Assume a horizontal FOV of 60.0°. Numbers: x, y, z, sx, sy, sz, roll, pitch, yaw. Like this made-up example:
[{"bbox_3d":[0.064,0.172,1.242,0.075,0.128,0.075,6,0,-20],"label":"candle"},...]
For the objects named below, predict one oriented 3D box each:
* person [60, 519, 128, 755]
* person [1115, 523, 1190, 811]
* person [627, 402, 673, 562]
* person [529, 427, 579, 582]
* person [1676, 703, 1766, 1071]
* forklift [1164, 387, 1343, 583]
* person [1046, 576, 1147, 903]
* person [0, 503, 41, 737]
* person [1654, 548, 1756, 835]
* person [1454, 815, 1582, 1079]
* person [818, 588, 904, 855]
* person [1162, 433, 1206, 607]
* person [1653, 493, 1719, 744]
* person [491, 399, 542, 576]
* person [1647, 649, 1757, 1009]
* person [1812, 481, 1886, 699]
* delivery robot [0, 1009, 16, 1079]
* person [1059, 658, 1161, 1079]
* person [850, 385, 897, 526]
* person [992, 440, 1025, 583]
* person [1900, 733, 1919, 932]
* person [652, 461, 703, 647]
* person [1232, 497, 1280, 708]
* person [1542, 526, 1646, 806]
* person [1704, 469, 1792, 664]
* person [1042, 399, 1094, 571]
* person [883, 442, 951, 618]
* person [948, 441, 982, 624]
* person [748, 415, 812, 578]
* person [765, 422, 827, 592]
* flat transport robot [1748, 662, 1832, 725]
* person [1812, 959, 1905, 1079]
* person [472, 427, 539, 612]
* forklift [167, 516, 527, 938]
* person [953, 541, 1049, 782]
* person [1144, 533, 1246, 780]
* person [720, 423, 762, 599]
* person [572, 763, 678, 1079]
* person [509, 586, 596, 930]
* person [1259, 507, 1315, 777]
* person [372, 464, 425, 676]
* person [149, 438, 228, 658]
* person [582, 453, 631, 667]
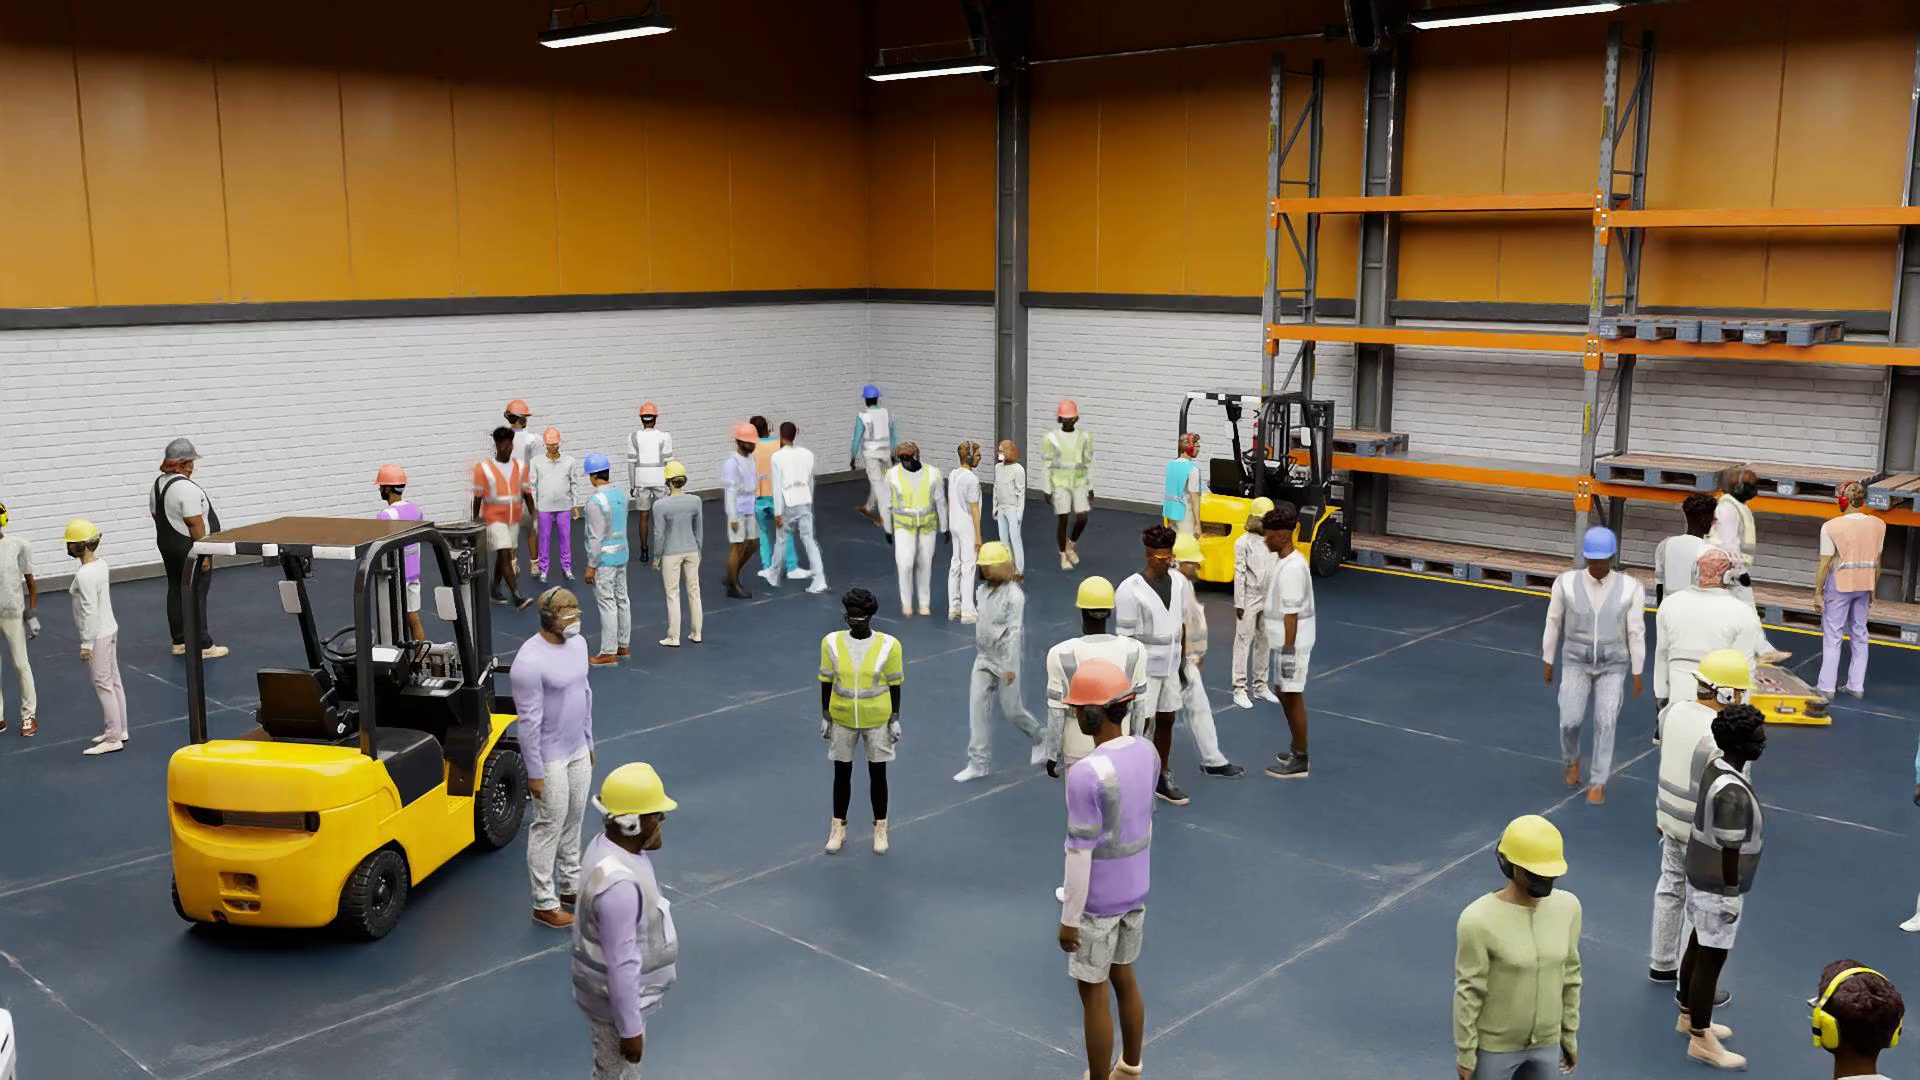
[{"bbox_3d":[-6.481,0.720,12.428,0.329,1.767,0.529,-2,10,-13],"label":"person"},{"bbox_3d":[1.302,0.848,11.174,0.611,1.953,0.380,-7,12,-37],"label":"person"},{"bbox_3d":[-3.710,-0.691,19.997,0.542,1.929,0.373,-1,10,-5],"label":"person"},{"bbox_3d":[-4.598,-0.404,18.857,0.561,1.752,0.326,-4,11,-22],"label":"person"},{"bbox_3d":[3.538,1.580,7.728,0.321,1.696,0.537,3,10,16],"label":"person"},{"bbox_3d":[3.298,-0.608,18.767,1.214,2.155,2.313,9,13,42],"label":"forklift"},{"bbox_3d":[0.766,1.158,9.475,0.587,1.927,0.363,-2,10,-14],"label":"person"},{"bbox_3d":[-7.387,0.600,12.813,0.533,1.870,0.315,-2,10,-12],"label":"person"},{"bbox_3d":[4.714,0.990,10.526,0.400,1.899,0.644,-7,12,-34],"label":"person"},{"bbox_3d":[2.043,1.840,6.076,0.516,1.758,0.336,-3,10,-17],"label":"person"},{"bbox_3d":[-0.617,1.121,10.353,0.533,1.692,0.322,1,10,6],"label":"person"},{"bbox_3d":[2.342,-0.207,17.481,0.382,1.842,0.579,-4,11,-23],"label":"person"},{"bbox_3d":[5.471,0.614,12.459,0.367,1.966,0.606,-4,11,-24],"label":"person"},{"bbox_3d":[-5.061,-0.594,19.128,0.609,2.040,0.394,1,10,4],"label":"person"},{"bbox_3d":[3.690,1.427,8.265,0.403,1.819,0.602,-2,10,-10],"label":"person"},{"bbox_3d":[7.409,0.431,13.883,0.560,1.836,0.394,-1,10,-8],"label":"person"},{"bbox_3d":[-4.234,2.230,7.009,0.477,0.478,0.707,-4,11,-20],"label":"delivery robot"},{"bbox_3d":[0.611,1.510,7.185,0.411,2.032,0.611,7,12,36],"label":"person"},{"bbox_3d":[-1.225,-1.166,22.786,0.633,1.891,0.984,-8,13,-39],"label":"person"},{"bbox_3d":[0.549,-0.322,18.769,0.278,1.627,0.505,-7,12,-36],"label":"person"},{"bbox_3d":[5.428,1.386,8.995,0.306,1.639,0.523,-6,12,-32],"label":"person"},{"bbox_3d":[-2.674,0.134,15.762,0.523,1.769,0.313,-8,13,-38],"label":"person"},{"bbox_3d":[2.469,0.506,13.712,0.491,1.744,0.295,-6,12,-32],"label":"person"},{"bbox_3d":[4.285,0.844,11.262,0.654,1.924,0.470,4,11,22],"label":"person"},{"bbox_3d":[6.988,0.256,15.022,1.001,1.789,0.628,9,13,41],"label":"person"},{"bbox_3d":[1.281,-0.640,19.439,0.637,2.019,0.431,-2,10,-14],"label":"person"},{"bbox_3d":[-0.440,-0.099,16.940,0.653,1.814,0.523,-2,10,-10],"label":"person"},{"bbox_3d":[0.061,-0.081,16.763,0.326,1.843,0.517,-6,12,-30],"label":"person"},{"bbox_3d":[-2.109,-0.483,18.987,0.809,1.868,0.368,0,10,-1],"label":"person"},{"bbox_3d":[-1.837,-0.359,18.324,0.624,1.864,1.035,-8,13,-39],"label":"person"},{"bbox_3d":[6.606,1.236,13.745,0.652,0.197,1.431,1,10,8],"label":"flat transport robot"},{"bbox_3d":[2.387,2.058,4.554,0.512,1.861,0.325,-2,10,-11],"label":"person"},{"bbox_3d":[-4.698,-0.219,17.337,0.995,1.910,0.626,10,14,43],"label":"person"},{"bbox_3d":[-3.583,0.976,9.748,1.214,2.155,2.313,2,10,11],"label":"forklift"},{"bbox_3d":[0.306,0.844,11.860,0.488,1.717,0.737,10,14,44],"label":"person"},{"bbox_3d":[1.548,0.814,11.851,0.928,1.783,0.595,1,10,4],"label":"person"},{"bbox_3d":[-2.342,-0.312,17.901,0.527,1.907,0.578,4,11,22],"label":"person"},{"bbox_3d":[-1.285,1.749,6.441,0.417,1.820,0.610,-2,10,-11],"label":"person"},{"bbox_3d":[-2.234,1.200,9.248,0.385,1.929,0.635,3,10,18],"label":"person"},{"bbox_3d":[2.321,0.728,11.908,0.424,1.947,0.635,1,10,7],"label":"person"},{"bbox_3d":[-4.831,0.309,14.280,0.362,1.938,0.545,2,10,12],"label":"person"},{"bbox_3d":[-7.101,0.068,15.355,0.683,2.000,0.537,7,12,36],"label":"person"},{"bbox_3d":[-3.203,0.176,15.033,0.401,1.938,0.602,3,10,16],"label":"person"}]
